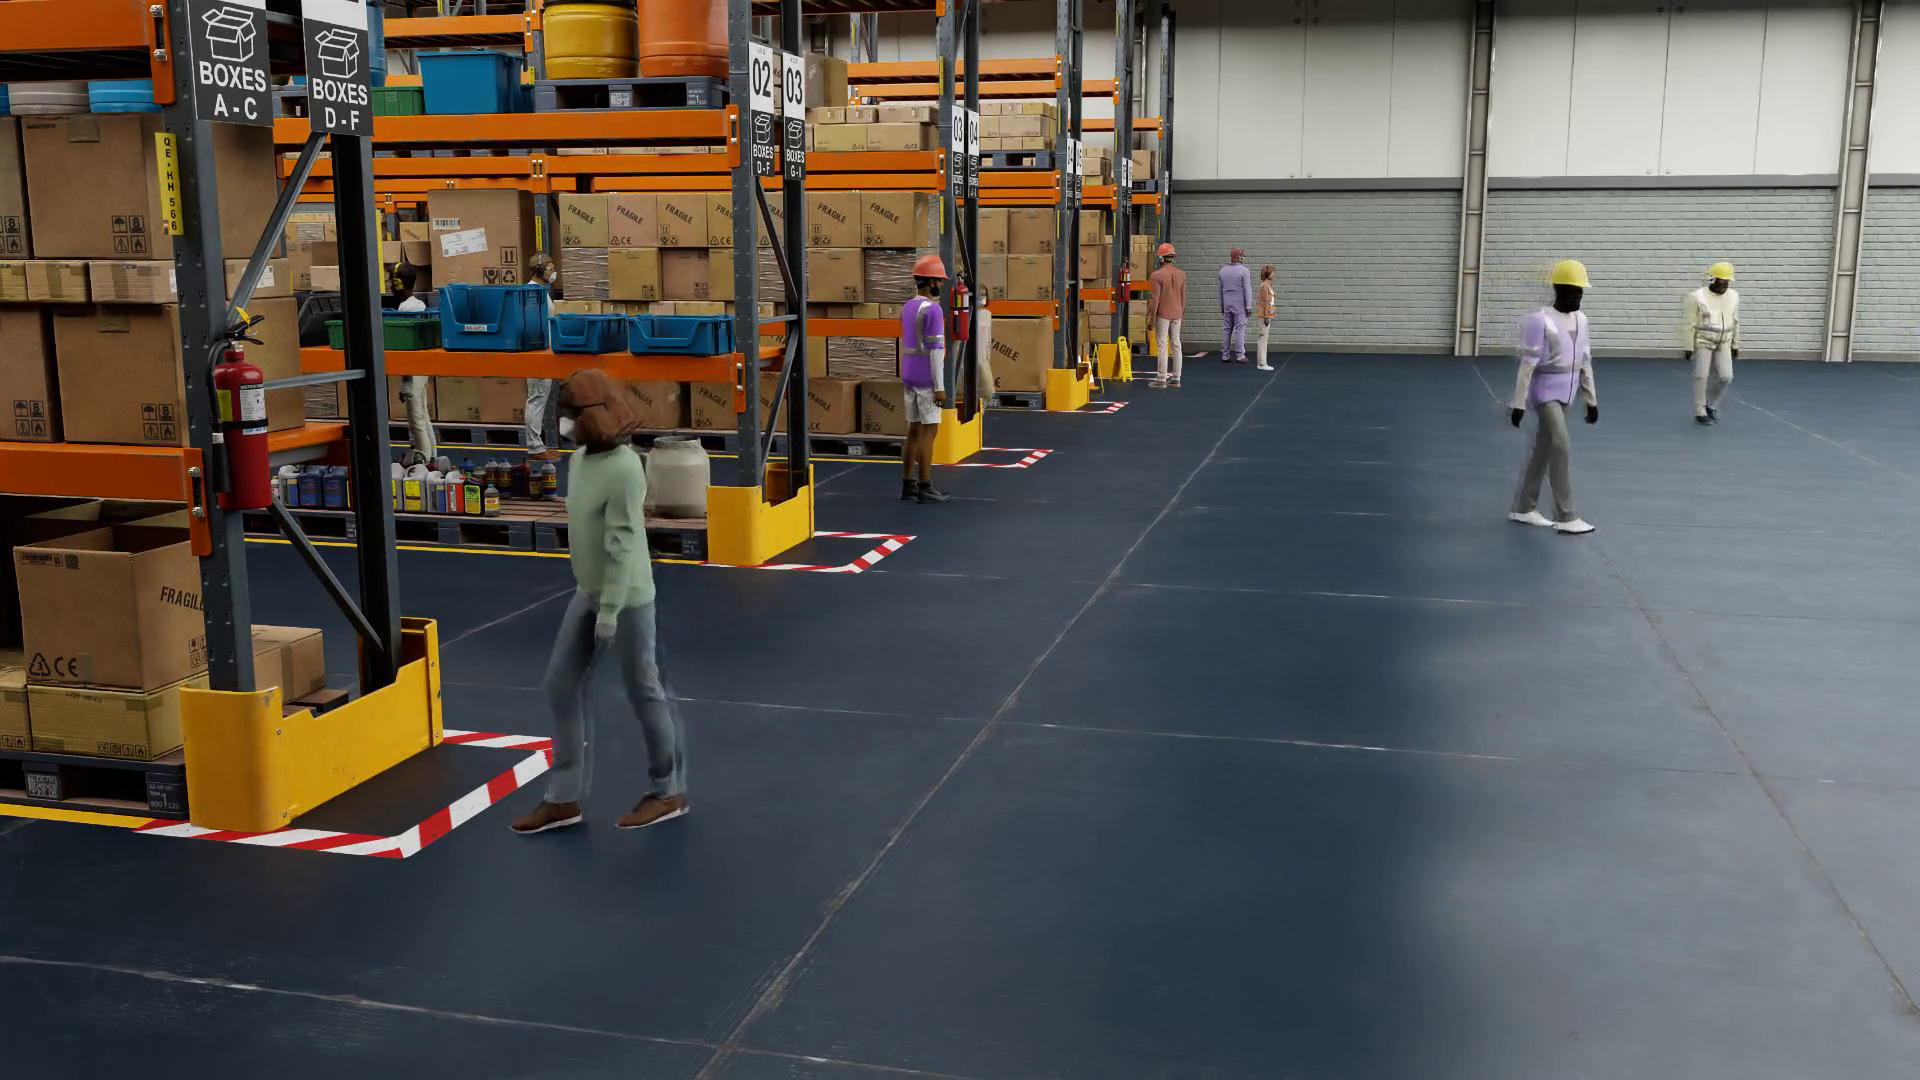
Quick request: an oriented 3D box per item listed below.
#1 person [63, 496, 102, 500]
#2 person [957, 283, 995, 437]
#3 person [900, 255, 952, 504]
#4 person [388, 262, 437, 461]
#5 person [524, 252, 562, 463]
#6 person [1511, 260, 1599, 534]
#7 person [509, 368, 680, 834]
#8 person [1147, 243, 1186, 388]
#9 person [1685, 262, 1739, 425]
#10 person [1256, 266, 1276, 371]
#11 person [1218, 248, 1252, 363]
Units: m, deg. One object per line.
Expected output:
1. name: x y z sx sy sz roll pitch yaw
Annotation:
1. person: -5.699 -0.716 10.830 0.275 1.632 0.507 1 10 5
2. person: 0.146 -1.797 16.882 0.513 1.616 0.370 -8 13 -38
3. person: -0.254 -1.243 12.957 0.386 1.930 0.541 -5 11 -25
4. person: -4.450 -1.312 13.496 0.323 1.865 0.518 -1 10 -4
5. person: -3.882 -1.676 15.352 0.376 1.931 0.625 -3 11 -14
6. person: 4.239 -0.989 11.618 0.636 1.892 0.862 -8 13 -36
7. person: -1.261 0.231 5.642 0.693 1.607 0.500 -9 13 -40
8. person: 2.859 -3.103 23.055 0.608 1.996 0.382 -7 12 -32
9. person: 8.291 -2.154 18.322 0.634 1.802 0.445 -1 10 -6
10. person: 4.816 -3.489 26.188 0.307 1.639 0.512 2 10 10
11. person: 4.601 -3.891 27.668 0.410 1.909 0.643 -10 14 -43
